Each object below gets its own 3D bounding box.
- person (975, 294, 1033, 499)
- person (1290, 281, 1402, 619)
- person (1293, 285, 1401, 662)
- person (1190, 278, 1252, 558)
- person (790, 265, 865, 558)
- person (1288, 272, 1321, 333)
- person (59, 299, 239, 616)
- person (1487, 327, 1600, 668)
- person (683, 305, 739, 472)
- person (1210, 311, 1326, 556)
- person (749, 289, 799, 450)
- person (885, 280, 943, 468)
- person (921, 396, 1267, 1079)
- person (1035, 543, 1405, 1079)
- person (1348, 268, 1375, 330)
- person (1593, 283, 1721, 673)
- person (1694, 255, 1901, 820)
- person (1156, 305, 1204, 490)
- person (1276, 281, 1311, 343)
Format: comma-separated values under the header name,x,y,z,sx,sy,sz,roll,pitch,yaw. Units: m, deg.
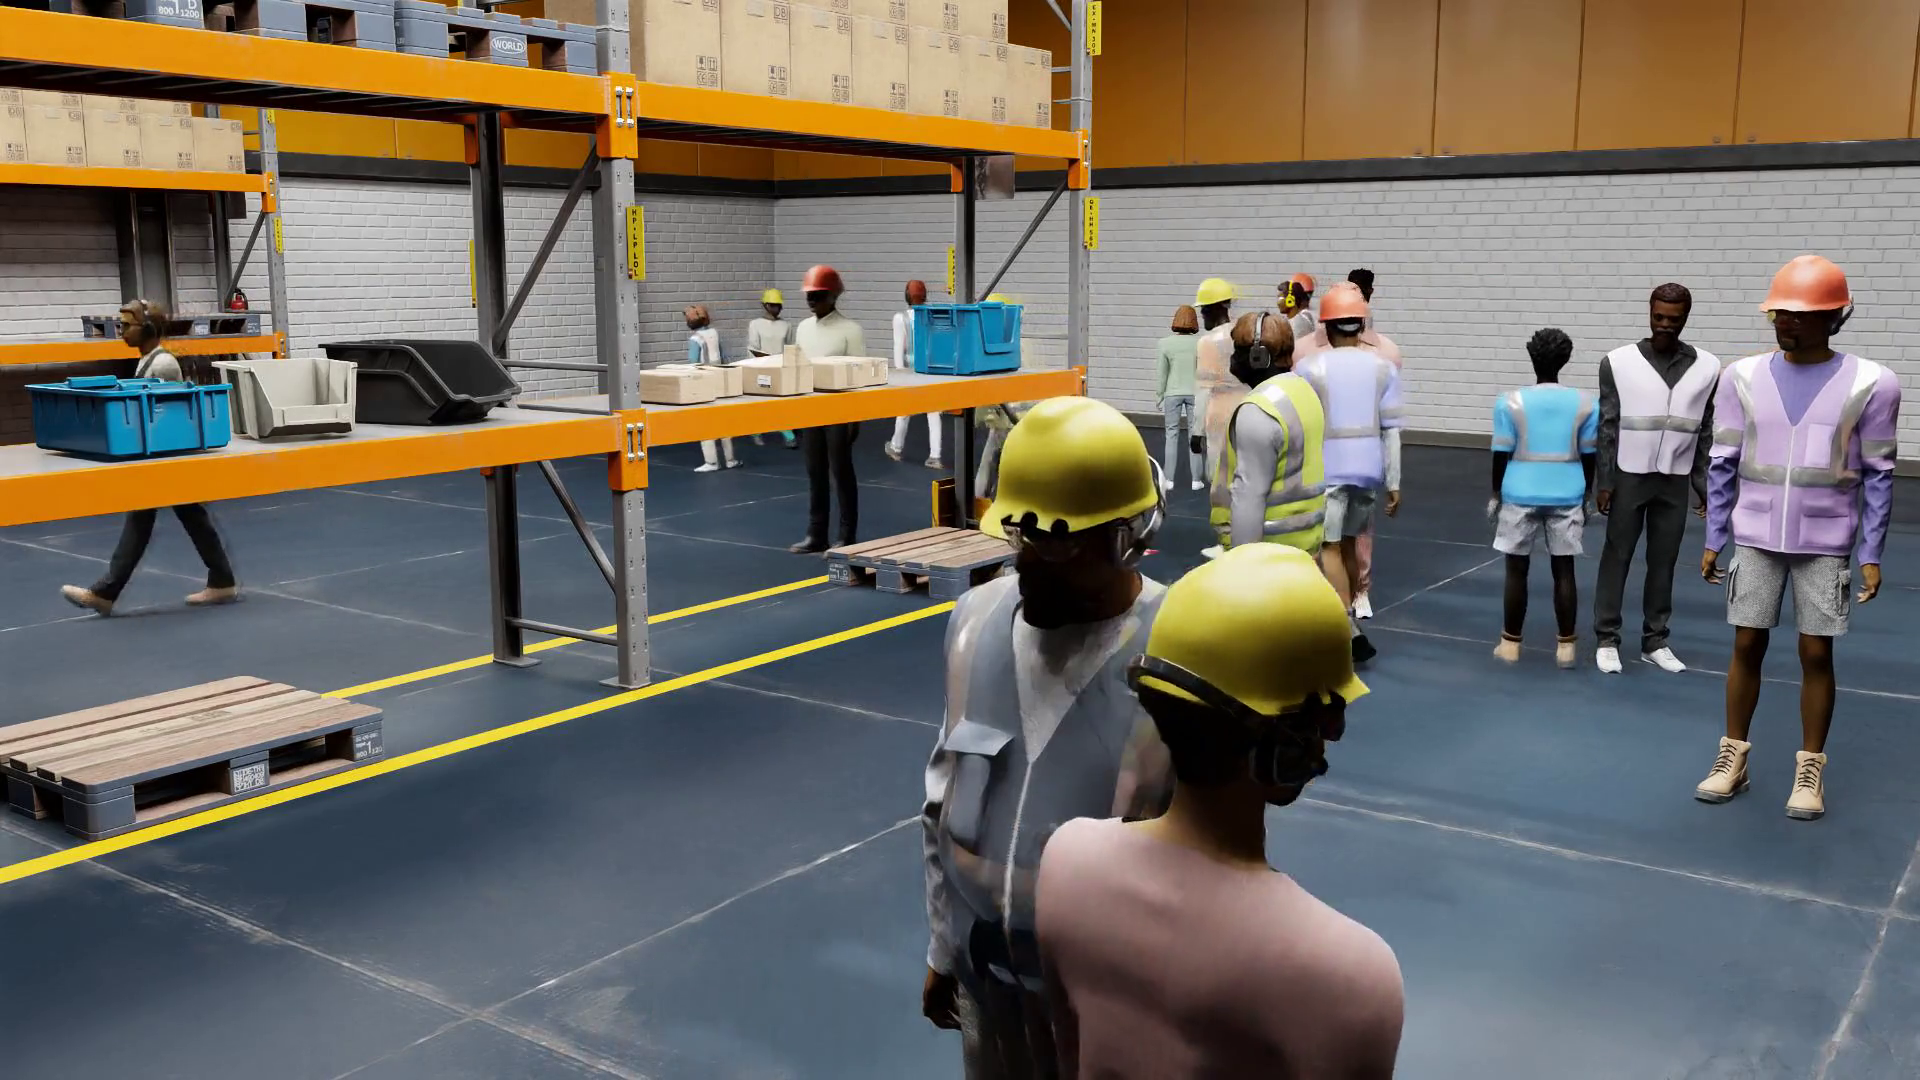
name,x,y,z,sx,sy,sz,roll,pitch,yaw
person,0.243,-0.880,12.040,0.884,1.780,0.597,2,10,10
person,2.156,-0.503,9.435,0.641,1.908,0.407,2,10,13
person,1.979,-0.327,8.417,0.546,1.908,0.831,-2,10,-9
person,1.768,-0.811,11.269,0.460,1.901,0.599,8,13,40
person,-0.921,-0.868,11.347,0.622,1.992,0.395,8,12,39
person,3.167,-1.478,15.200,0.648,1.921,0.556,4,10,22
person,-4.675,-0.469,9.534,0.967,1.795,0.535,-6,11,-31
person,2.896,-0.205,8.281,0.540,1.695,0.316,1,10,5
person,-2.400,-1.465,16.045,0.354,1.605,0.667,4,10,23
person,1.178,0.040,6.436,0.431,1.835,0.624,5,11,27
person,-2.040,-1.845,17.978,0.519,1.723,0.921,-4,10,-24
person,-0.428,-1.653,16.499,0.585,1.826,1.001,-4,10,-24
person,0.176,0.681,2.631,0.586,1.823,0.403,6,11,32
person,0.299,0.857,1.870,0.907,1.717,0.535,-8,12,-39
person,3.744,-1.603,15.844,0.378,1.958,0.607,-3,10,-16
person,3.413,-0.300,8.202,0.589,1.915,0.398,0,10,-1
person,3.020,-0.001,6.045,0.615,2.039,0.386,8,12,38
person,1.983,-1.255,14.722,0.507,1.633,0.277,1,10,6
person,2.726,-1.283,14.266,0.713,1.849,0.526,4,10,24
